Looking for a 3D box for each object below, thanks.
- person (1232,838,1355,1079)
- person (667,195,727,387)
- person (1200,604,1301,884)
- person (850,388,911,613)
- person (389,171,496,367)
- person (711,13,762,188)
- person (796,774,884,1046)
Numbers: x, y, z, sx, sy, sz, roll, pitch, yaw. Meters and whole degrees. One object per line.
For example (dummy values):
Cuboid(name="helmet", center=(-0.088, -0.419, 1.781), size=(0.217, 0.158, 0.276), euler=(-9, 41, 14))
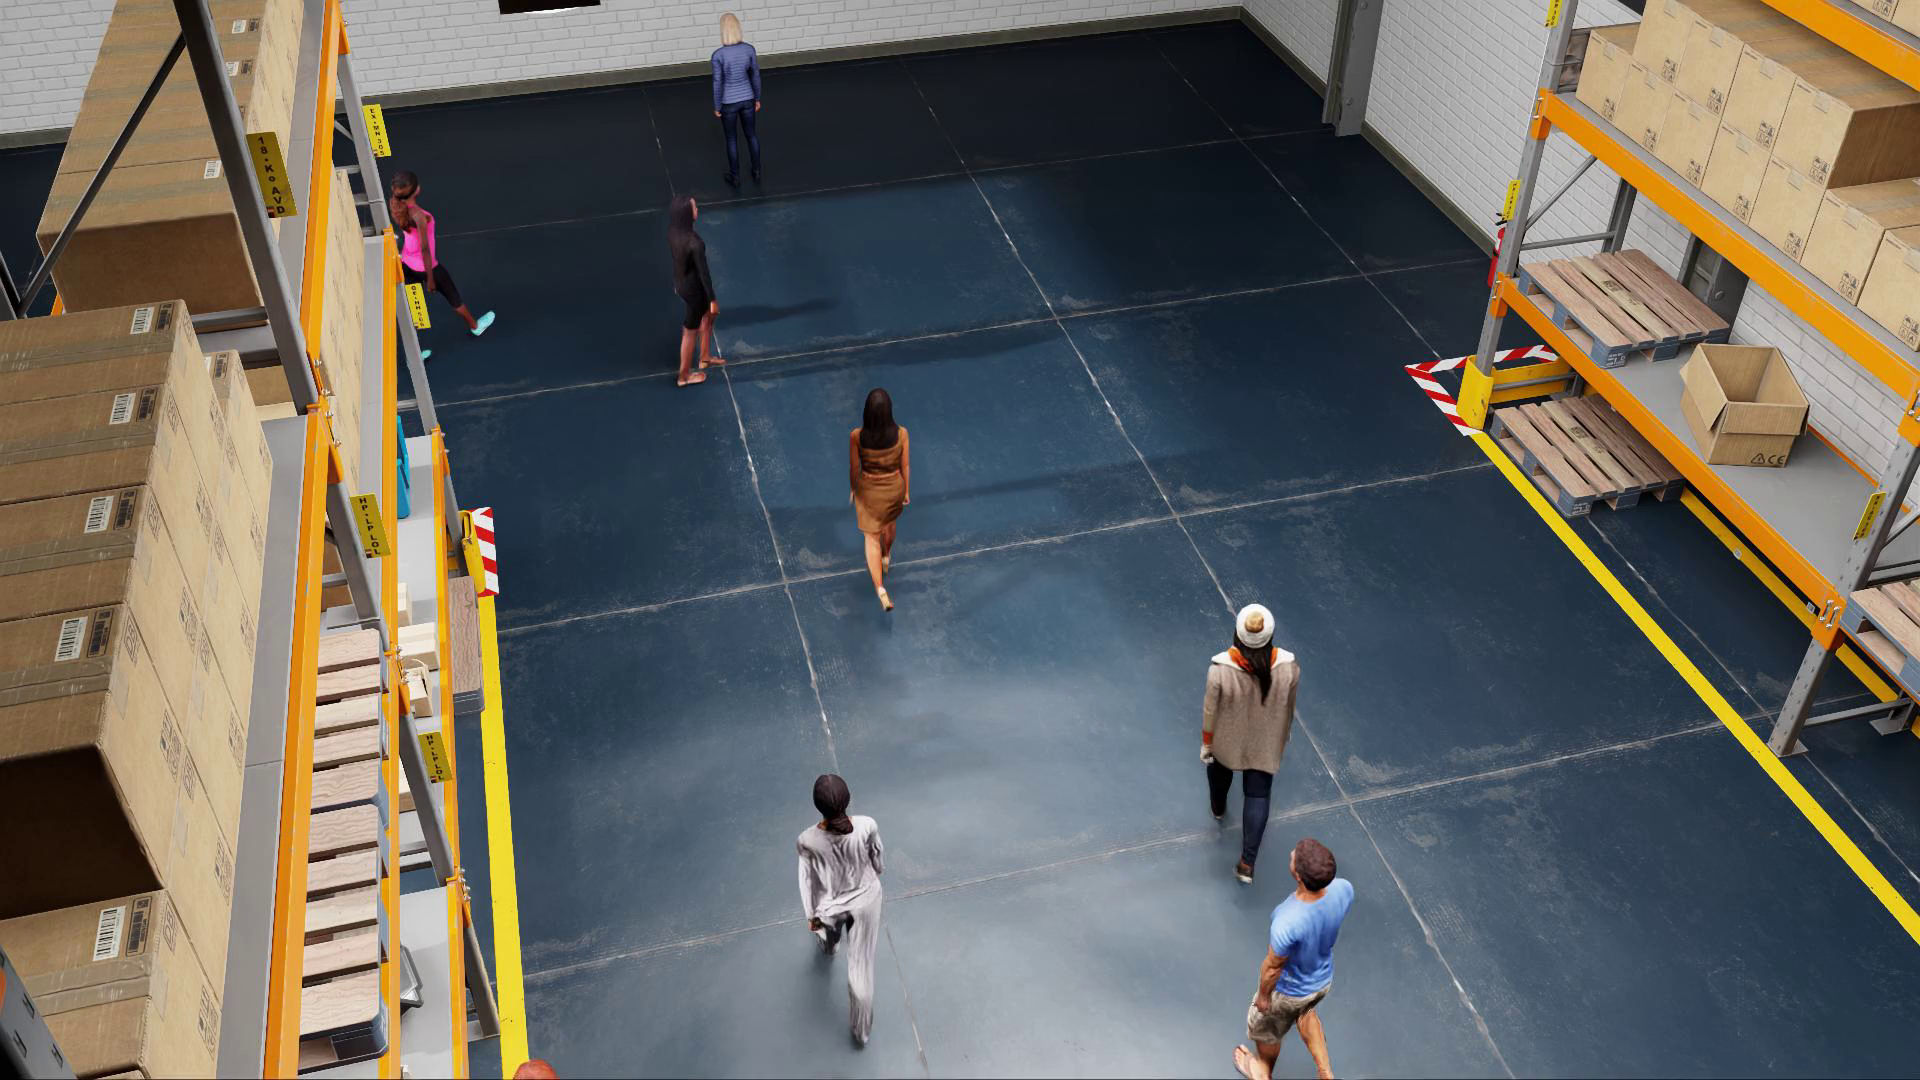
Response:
Cuboid(name="person", center=(1.713, 2.189, 8.155), size=(0.802, 1.855, 0.951), euler=(-22, 44, -25))
Cuboid(name="person", center=(-2.257, -1.995, 13.515), size=(0.796, 1.705, 0.748), euler=(-21, 43, -25))
Cuboid(name="person", center=(1.633, 1.150, 9.455), size=(0.976, 1.857, 1.258), euler=(4, 39, 5))
Cuboid(name="person", center=(-0.538, -0.257, 11.372), size=(0.621, 1.663, 1.062), euler=(-6, 39, -7))
Cuboid(name="person", center=(-4.551, -2.203, 13.800), size=(1.092, 1.673, 1.069), euler=(26, 45, 29))
Cuboid(name="person", center=(-2.205, -4.351, 16.434), size=(0.699, 1.743, 0.613), euler=(-18, 42, -21))
Cuboid(name="person", center=(-0.571, 1.931, 8.576), size=(0.677, 1.733, 1.070), euler=(-5, 39, -7))
